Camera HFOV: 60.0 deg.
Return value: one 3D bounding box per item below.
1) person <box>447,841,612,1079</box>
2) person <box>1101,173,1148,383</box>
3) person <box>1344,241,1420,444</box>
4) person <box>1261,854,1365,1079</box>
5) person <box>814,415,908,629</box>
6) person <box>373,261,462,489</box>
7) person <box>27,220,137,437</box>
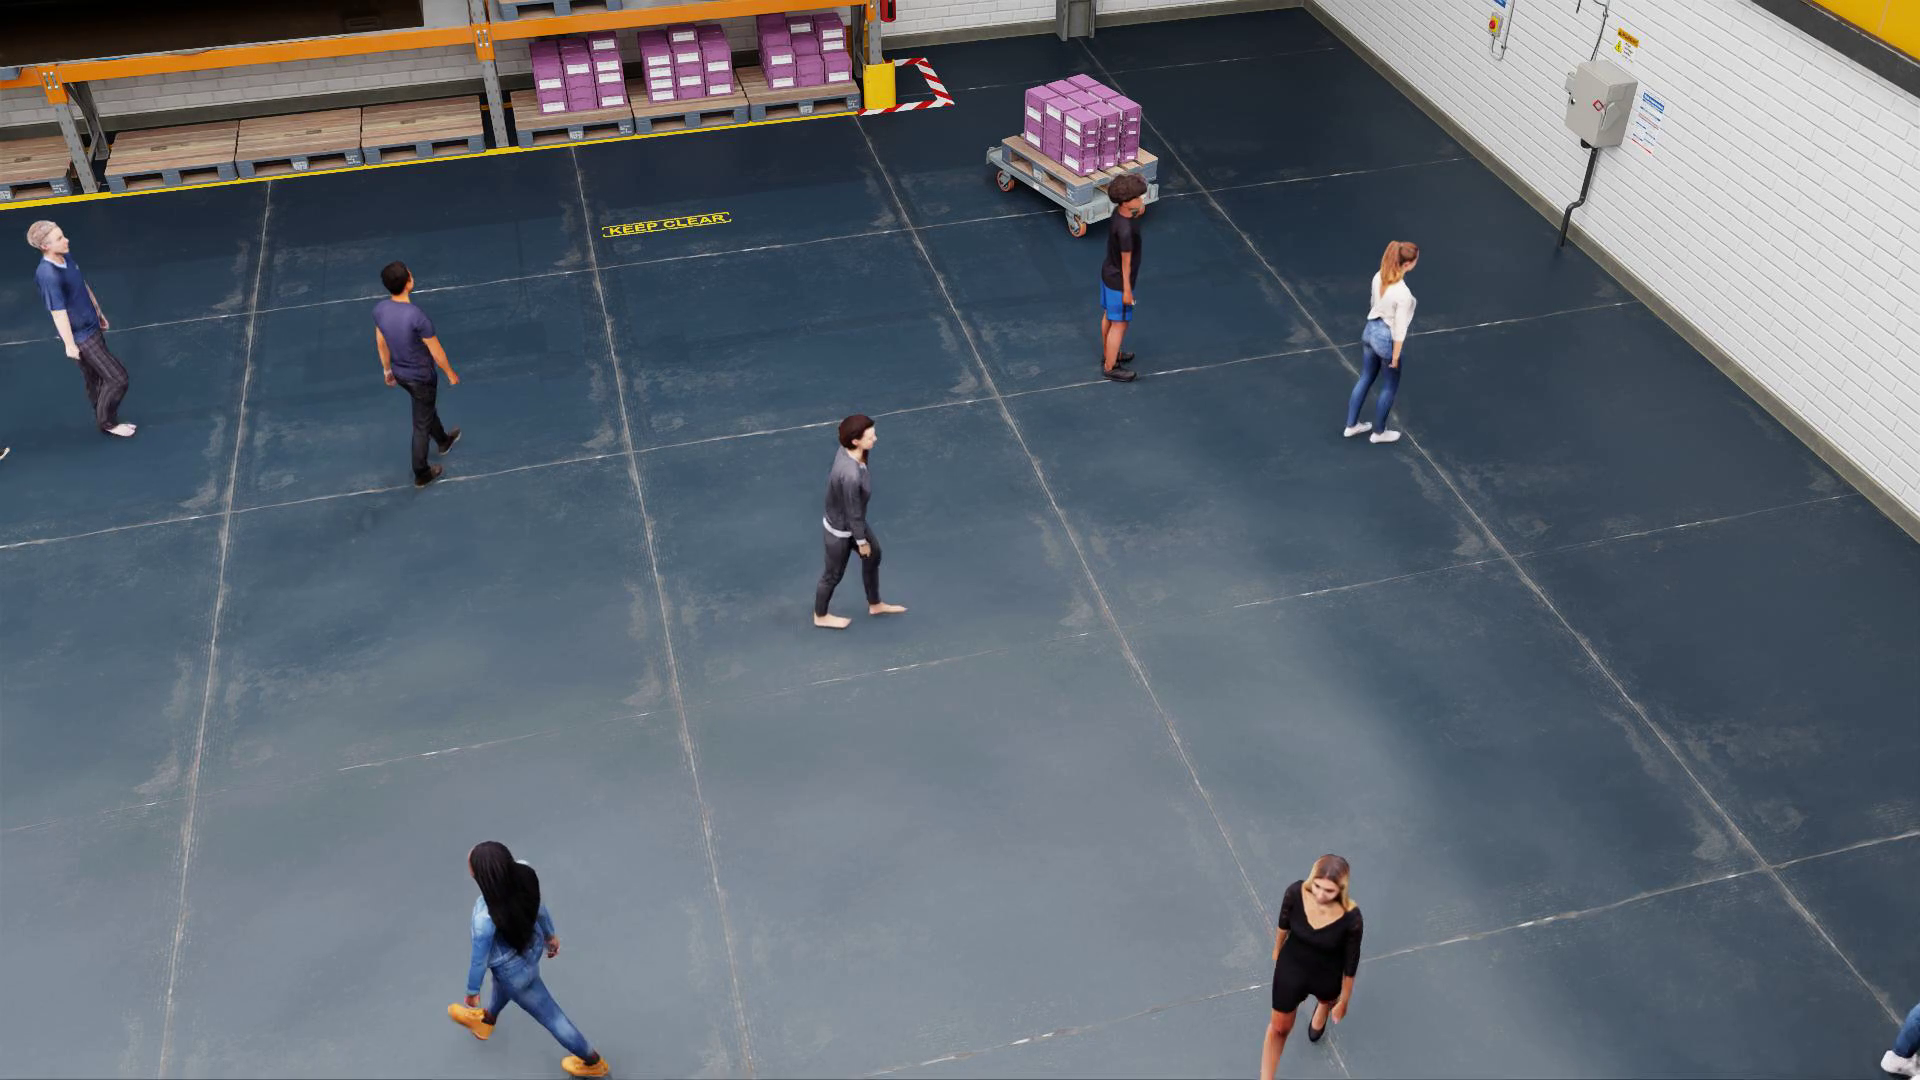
[{"bbox_3d":[-2.081,2.122,8.199,1.256,1.668,1.034,10,40,12],"label":"person"},{"bbox_3d":[1.299,-2.138,13.433,0.623,1.794,0.656,-5,39,-7],"label":"person"},{"bbox_3d":[3.226,-1.500,12.692,0.653,1.720,0.657,-14,41,-17],"label":"person"},{"bbox_3d":[1.788,2.098,8.263,1.042,1.626,1.094,18,42,22],"label":"person"},{"bbox_3d":[-0.826,-0.095,10.919,0.944,1.739,0.774,1,39,1],"label":"person"},{"bbox_3d":[-4.067,-1.161,12.232,0.972,1.766,1.020,19,42,22],"label":"person"},{"bbox_3d":[-6.777,-1.567,12.663,0.632,1.862,0.685,-7,39,-9],"label":"person"}]
